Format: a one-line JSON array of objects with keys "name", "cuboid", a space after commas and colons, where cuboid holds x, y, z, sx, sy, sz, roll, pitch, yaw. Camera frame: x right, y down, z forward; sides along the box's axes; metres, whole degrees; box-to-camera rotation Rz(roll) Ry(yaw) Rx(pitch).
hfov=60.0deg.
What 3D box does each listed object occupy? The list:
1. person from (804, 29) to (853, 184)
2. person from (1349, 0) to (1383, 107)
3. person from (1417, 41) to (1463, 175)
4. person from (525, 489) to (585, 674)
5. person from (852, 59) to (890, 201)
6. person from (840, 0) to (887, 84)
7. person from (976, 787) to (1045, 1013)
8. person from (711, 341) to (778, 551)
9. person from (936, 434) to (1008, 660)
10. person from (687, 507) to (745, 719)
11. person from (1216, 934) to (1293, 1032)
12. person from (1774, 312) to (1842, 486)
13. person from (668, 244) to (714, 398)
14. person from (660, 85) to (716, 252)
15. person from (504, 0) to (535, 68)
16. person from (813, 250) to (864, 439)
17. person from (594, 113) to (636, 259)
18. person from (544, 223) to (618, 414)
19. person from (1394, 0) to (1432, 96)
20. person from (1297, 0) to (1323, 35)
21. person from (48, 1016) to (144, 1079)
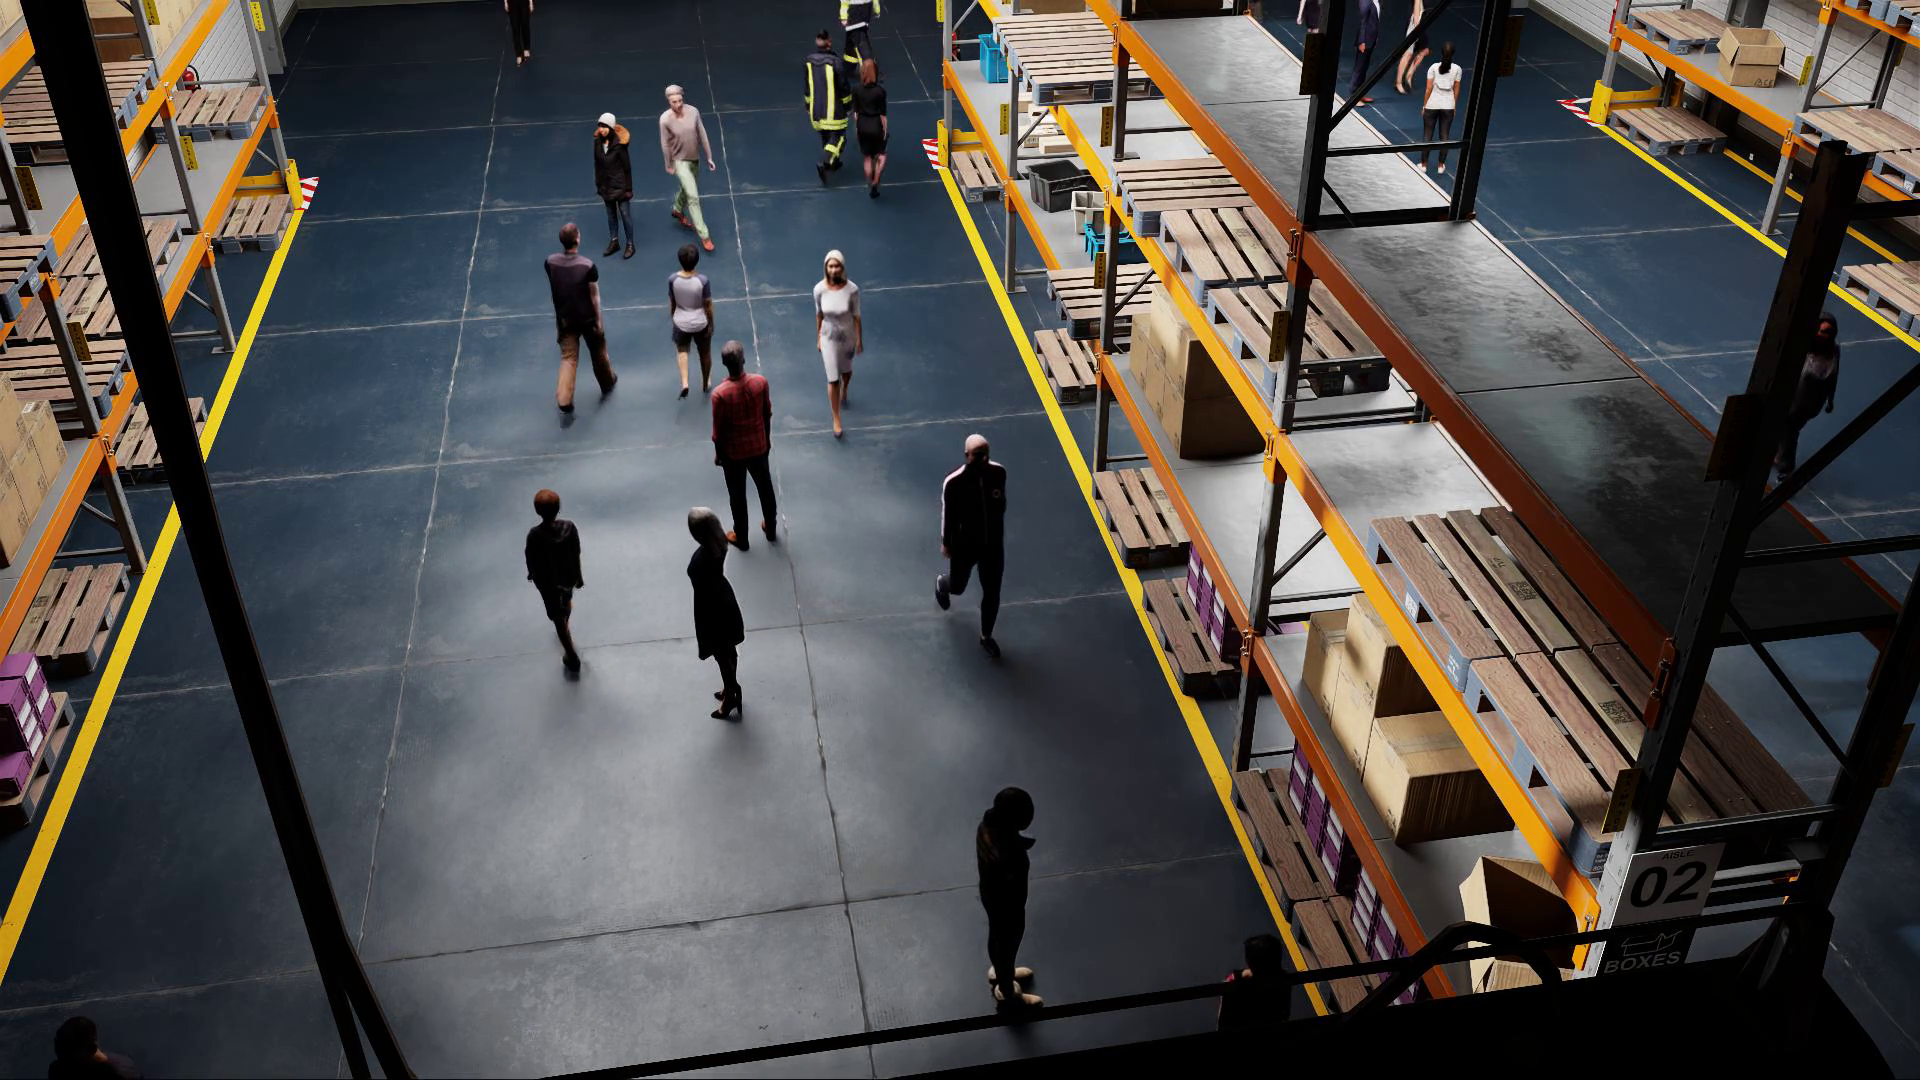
[{"name": "person", "cuboid": [-1.634, -5.292, 20.317, 1.075, 1.837, 1.166, 16, 37, 22]}, {"name": "person", "cuboid": [5.548, -6.835, 22.736, 0.753, 1.729, 0.702, 23, 40, 30]}, {"name": "person", "cuboid": [5.938, -5.353, 20.582, 0.630, 1.646, 0.623, 5, 34, 7]}, {"name": "person", "cuboid": [-2.955, 0.328, 12.250, 0.793, 1.407, 1.039, -20, 38, -27]}, {"name": "person", "cuboid": [-1.083, -4.819, 19.739, 0.696, 1.690, 0.737, 8, 34, 12]}, {"name": "person", "cuboid": [-1.526, -7.443, 23.462, 1.274, 1.939, 1.222, 21, 39, 28]}, {"name": "person", "cuboid": [0.238, 2.053, 9.429, 0.656, 1.659, 0.594, 9, 35, 13]}, {"name": "person", "cuboid": [-1.750, -0.769, 13.518, 0.752, 1.830, 0.685, -17, 37, -24]}, {"name": "person", "cuboid": [0.076, -0.015, 12.398, 0.830, 1.815, 1.124, -14, 36, -19]}, {"name": "person", "cuboid": [-1.724, 0.500, 11.686, 0.706, 1.746, 0.572, 1, 34, 1]}, {"name": "person", "cuboid": [1.525, 2.577, 8.747, 0.551, 1.541, 0.580, -5, 34, -7]}, {"name": "person", "cuboid": [7.330, -1.284, 14.531, 0.698, 1.568, 1.038, -1, 34, -1]}, {"name": "person", "cuboid": [-2.541, -2.029, 15.670, 0.653, 1.547, 0.820, 1, 34, 1]}, {"name": "person", "cuboid": [-3.141, -4.273, 18.792, 1.118, 1.829, 1.380, -26, 42, -34]}, {"name": "person", "cuboid": [-6.418, -7.825, 24.240, 0.626, 1.713, 0.940, -3, 34, -5]}, {"name": "person", "cuboid": [-1.115, -1.868, 15.277, 0.621, 1.714, 1.068, -3, 34, -5]}, {"name": "person", "cuboid": [-3.834, -3.948, 18.479, 0.728, 1.633, 0.756, 12, 36, 18]}, {"name": "person", "cuboid": [-3.599, -2.031, 15.437, 0.921, 1.808, 1.235, 4, 34, 6]}, {"name": "person", "cuboid": [6.240, -7.093, 23.075, 0.838, 1.783, 0.754, 17, 37, 24]}, {"name": "person", "cuboid": [5.069, -7.423, 23.576, 1.112, 1.778, 1.196, 19, 38, 26]}, {"name": "person", "cuboid": [-3.999, 2.894, 8.115, 0.916, 1.711, 1.228, 5, 34, 8]}]
